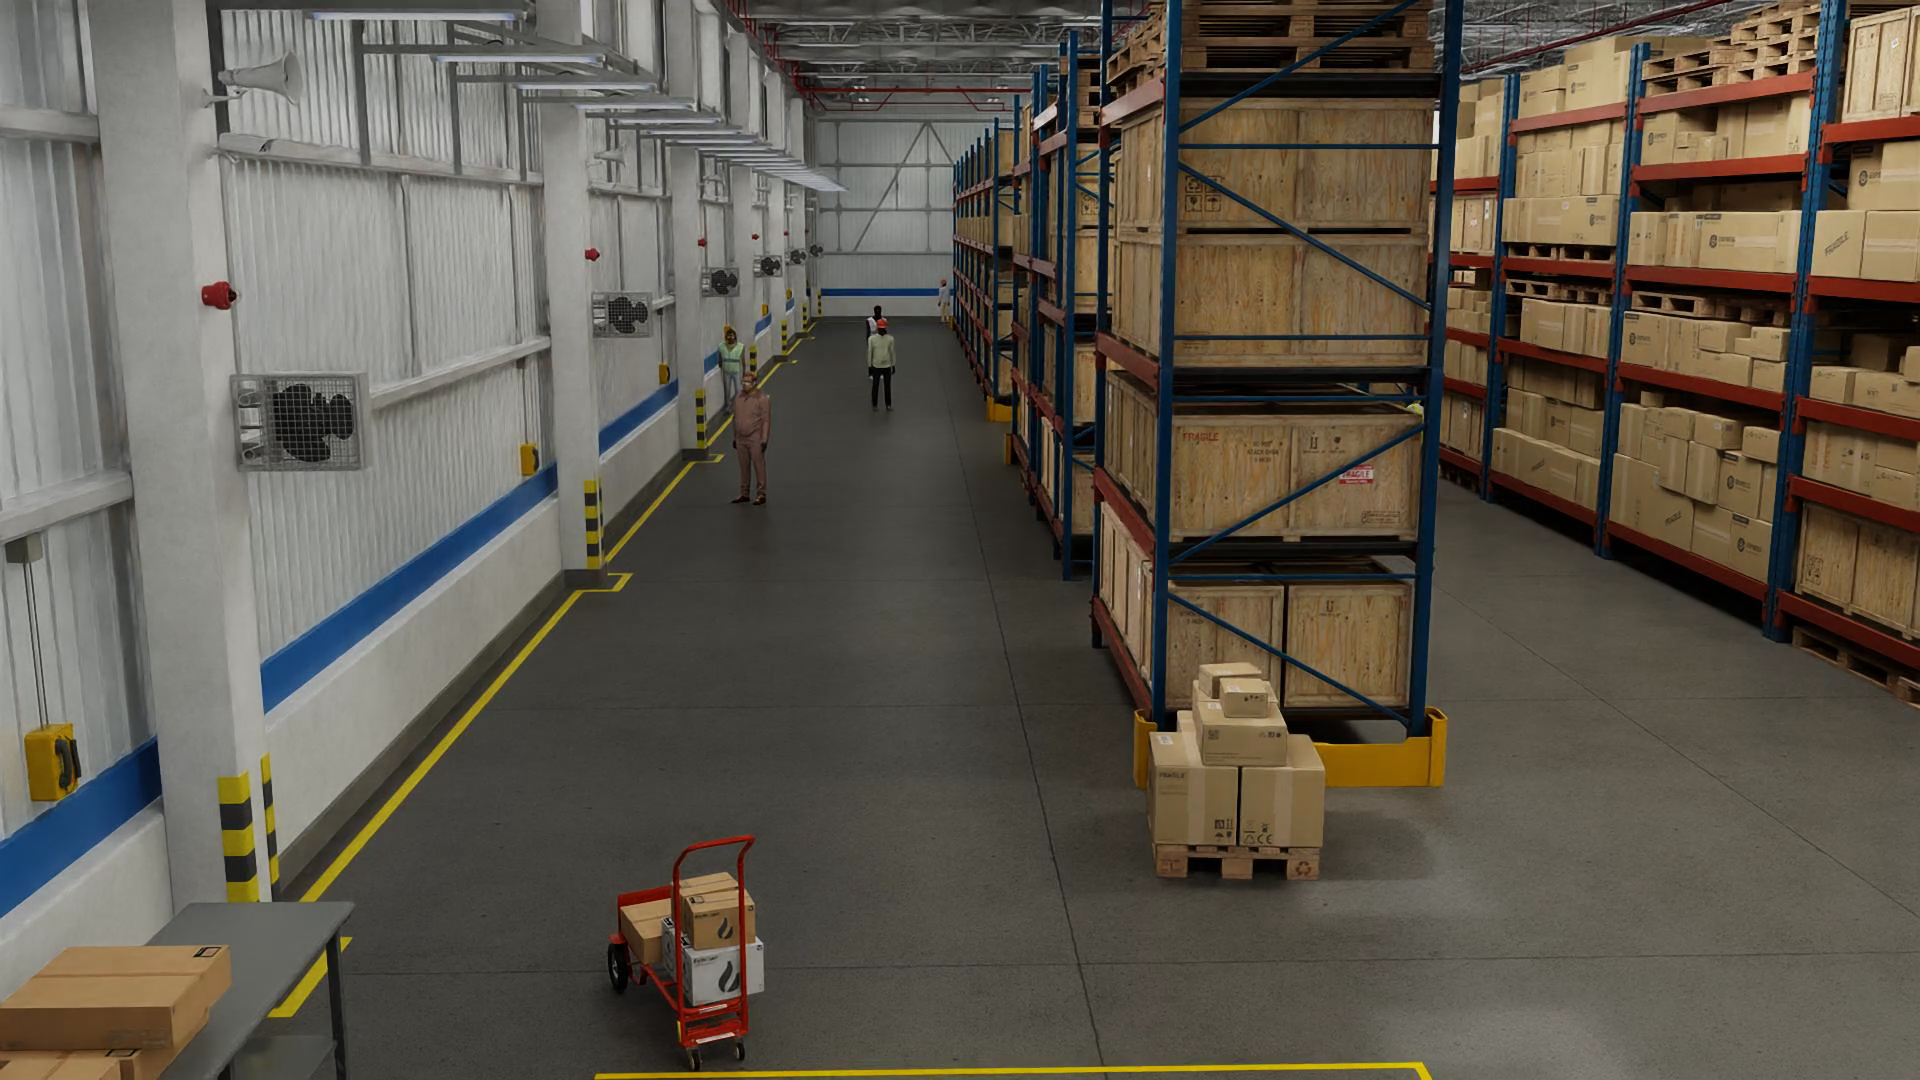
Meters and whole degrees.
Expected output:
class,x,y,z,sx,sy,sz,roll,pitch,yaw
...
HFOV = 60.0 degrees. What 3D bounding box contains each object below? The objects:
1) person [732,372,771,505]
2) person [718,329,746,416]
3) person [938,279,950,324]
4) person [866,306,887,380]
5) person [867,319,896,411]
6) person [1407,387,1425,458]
class,x,y,z,sx,sy,sz,roll,pitch,yaw
person,-3.034,-1.463,23.990,0.641,1.913,0.407,6,13,30
person,-4.759,-3.502,34.823,0.578,1.832,0.403,1,11,8
person,-0.647,-9.453,65.970,0.571,1.749,0.343,-9,14,-40
person,-2.137,-5.086,42.863,0.594,1.908,0.403,-6,12,-28
person,-1.683,-3.752,35.712,0.618,1.986,0.409,-3,11,-16
person,6.774,-1.440,24.431,0.533,1.697,0.318,-1,11,-3
